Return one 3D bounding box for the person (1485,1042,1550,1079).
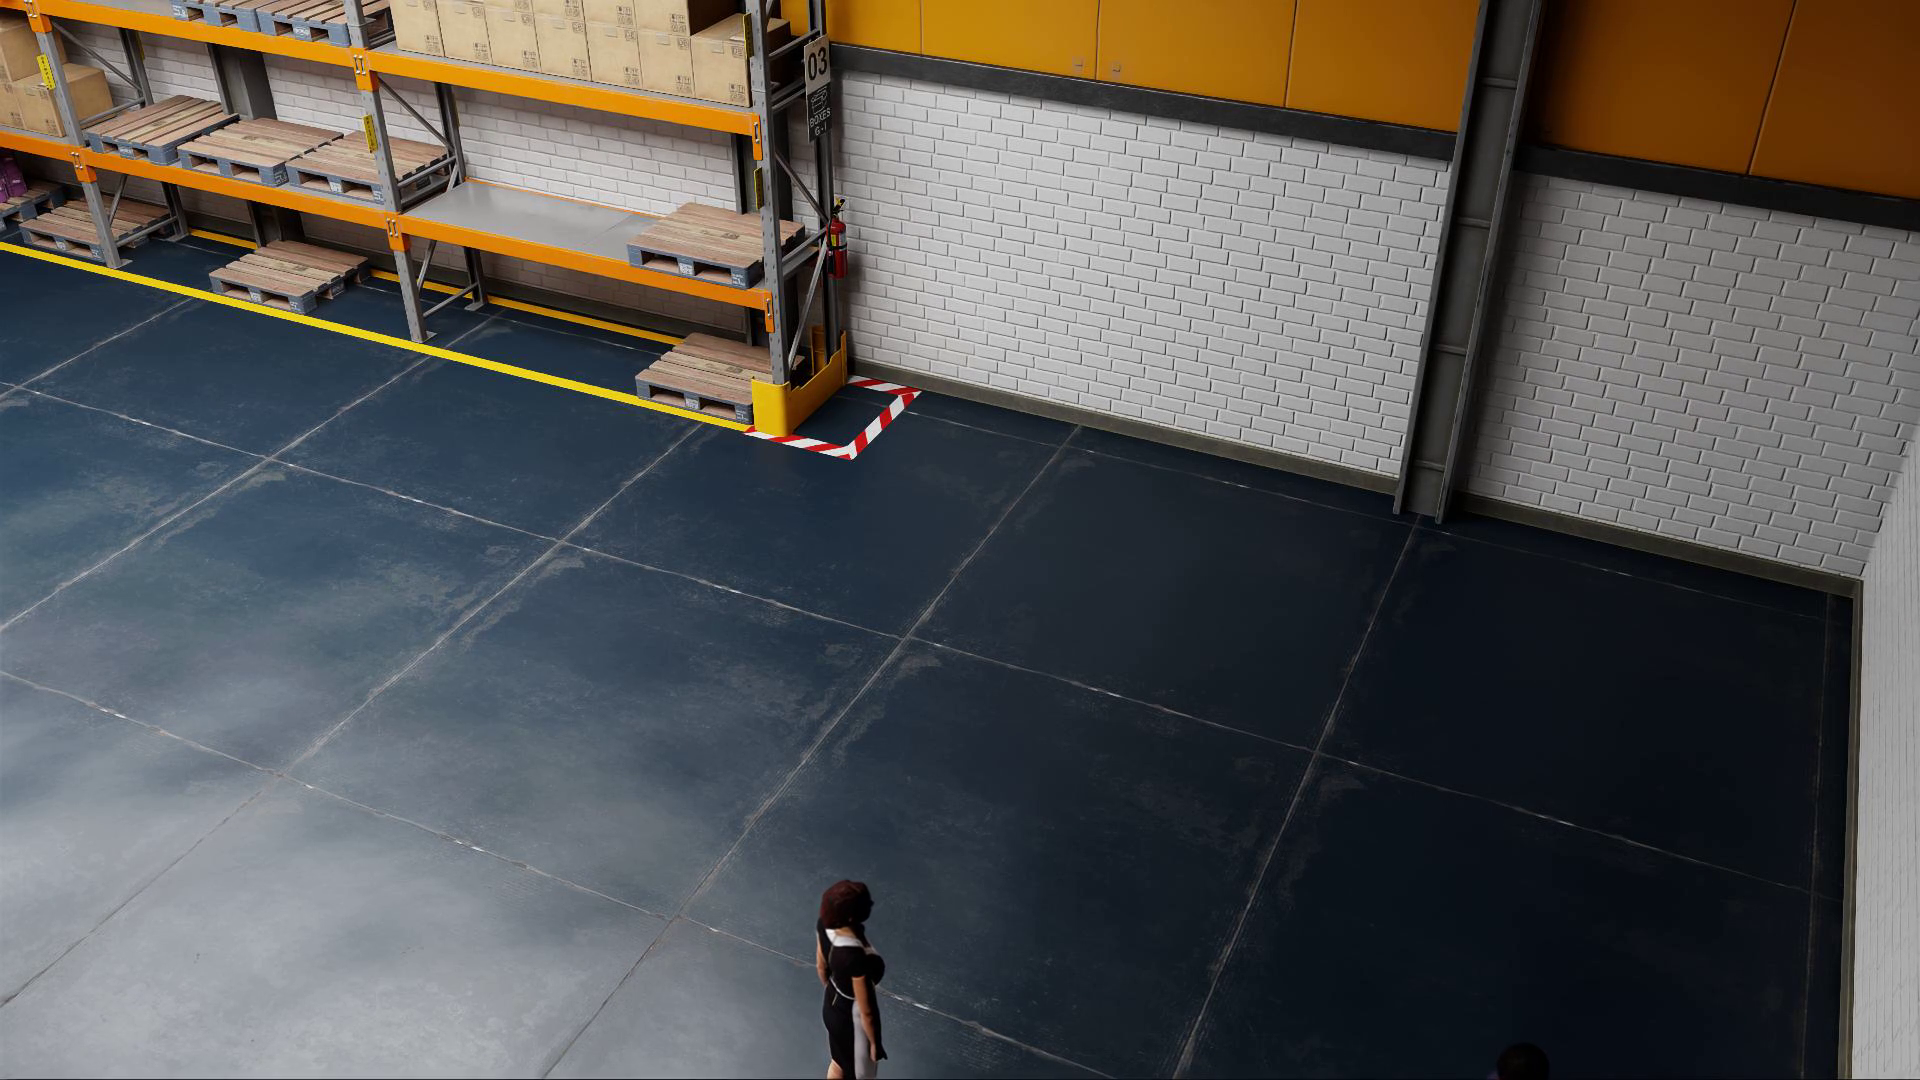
[{"bbox_3d":[2.238,2.780,7.209,0.708,1.785,0.662,-28,43,-35],"label":"person"}]

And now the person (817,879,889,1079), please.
[{"bbox_3d":[-0.514,2.301,7.921,0.719,1.795,0.607,-20,38,-27],"label":"person"}]
